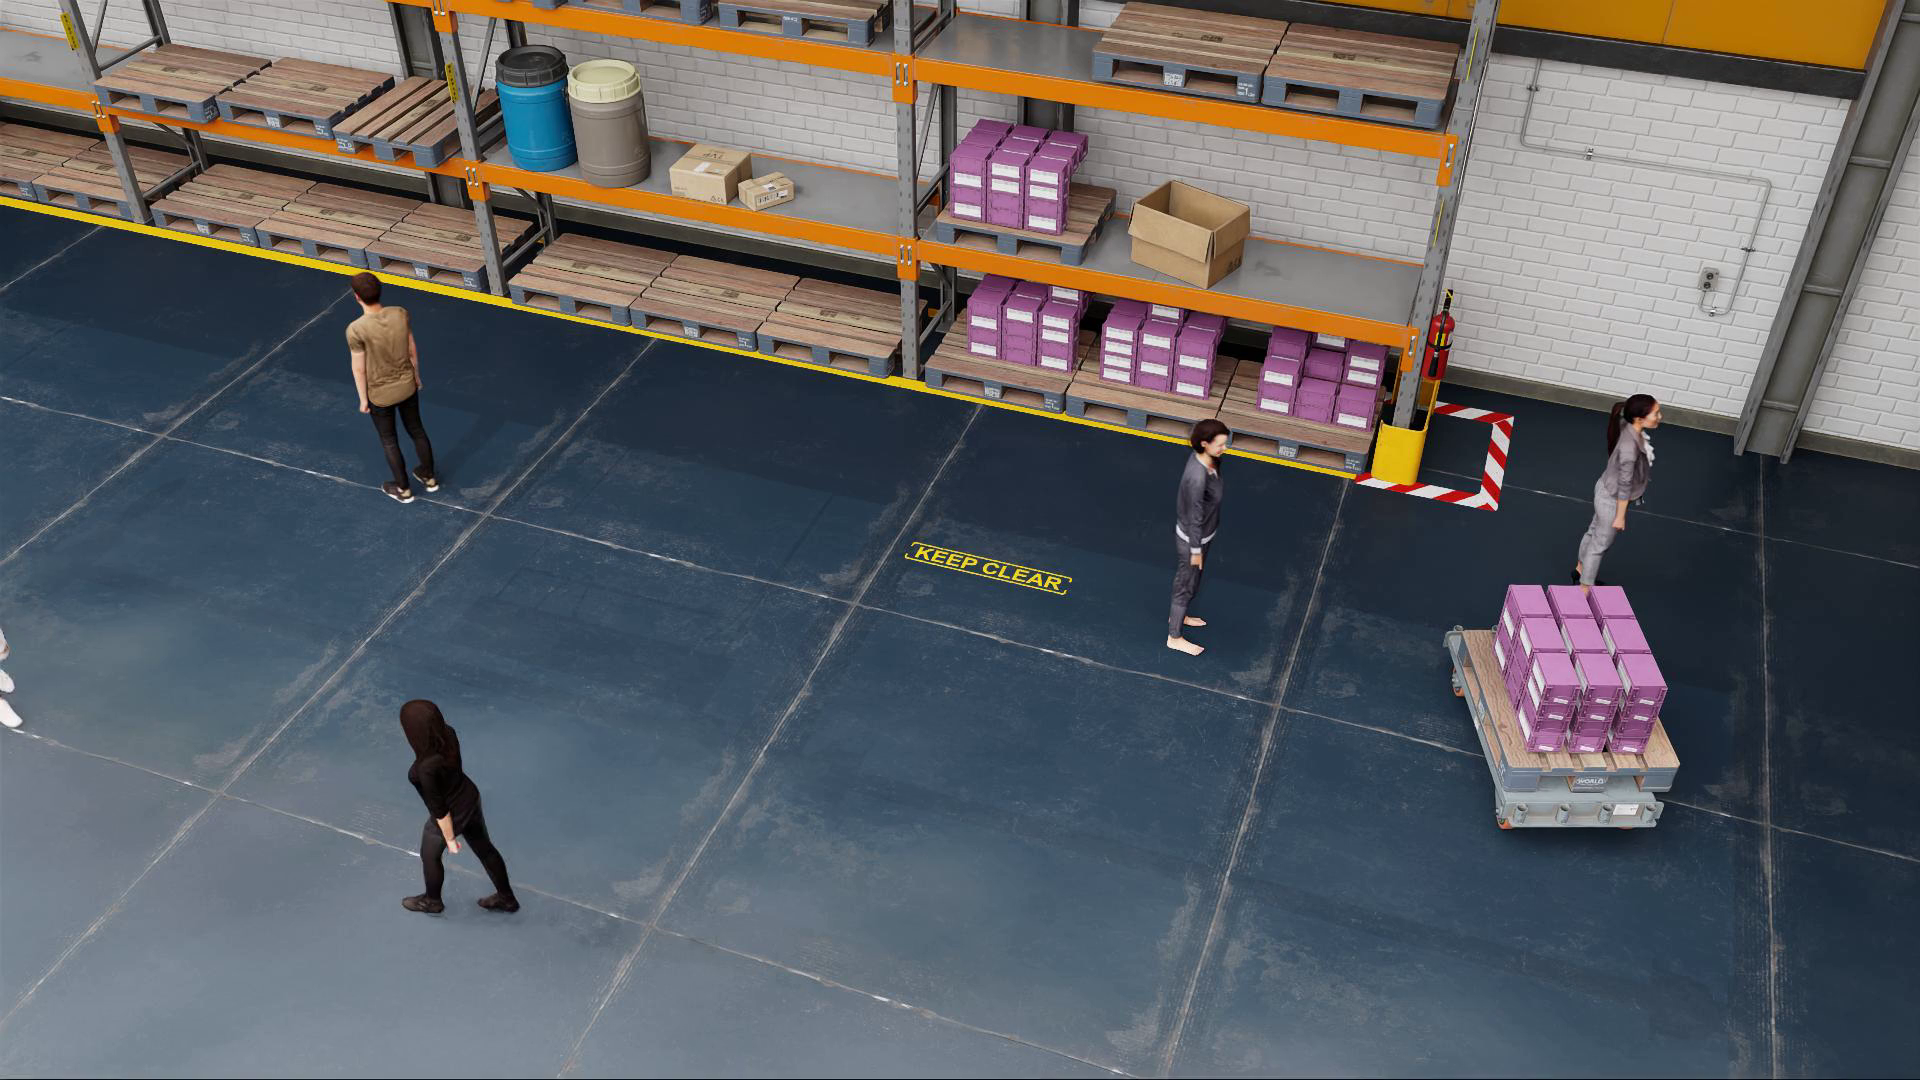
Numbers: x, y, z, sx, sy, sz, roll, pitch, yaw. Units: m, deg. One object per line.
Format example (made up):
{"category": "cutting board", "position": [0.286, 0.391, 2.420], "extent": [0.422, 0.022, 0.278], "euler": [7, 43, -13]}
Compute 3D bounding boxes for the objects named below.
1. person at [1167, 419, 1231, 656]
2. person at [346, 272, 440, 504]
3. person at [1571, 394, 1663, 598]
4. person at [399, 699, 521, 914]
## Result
{"category": "person", "position": [1.539, -0.049, 10.893], "extent": [0.568, 1.770, 0.650], "euler": [6, 39, 8]}
{"category": "person", "position": [-4.150, -1.107, 12.155], "extent": [0.708, 1.849, 0.744], "euler": [28, 46, 30]}
{"category": "person", "position": [4.418, -0.277, 11.252], "extent": [0.612, 1.679, 0.634], "euler": [9, 40, 11]}
{"category": "person", "position": [-2.685, 1.496, 9.081], "extent": [0.894, 1.617, 0.633], "euler": [9, 39, 11]}
